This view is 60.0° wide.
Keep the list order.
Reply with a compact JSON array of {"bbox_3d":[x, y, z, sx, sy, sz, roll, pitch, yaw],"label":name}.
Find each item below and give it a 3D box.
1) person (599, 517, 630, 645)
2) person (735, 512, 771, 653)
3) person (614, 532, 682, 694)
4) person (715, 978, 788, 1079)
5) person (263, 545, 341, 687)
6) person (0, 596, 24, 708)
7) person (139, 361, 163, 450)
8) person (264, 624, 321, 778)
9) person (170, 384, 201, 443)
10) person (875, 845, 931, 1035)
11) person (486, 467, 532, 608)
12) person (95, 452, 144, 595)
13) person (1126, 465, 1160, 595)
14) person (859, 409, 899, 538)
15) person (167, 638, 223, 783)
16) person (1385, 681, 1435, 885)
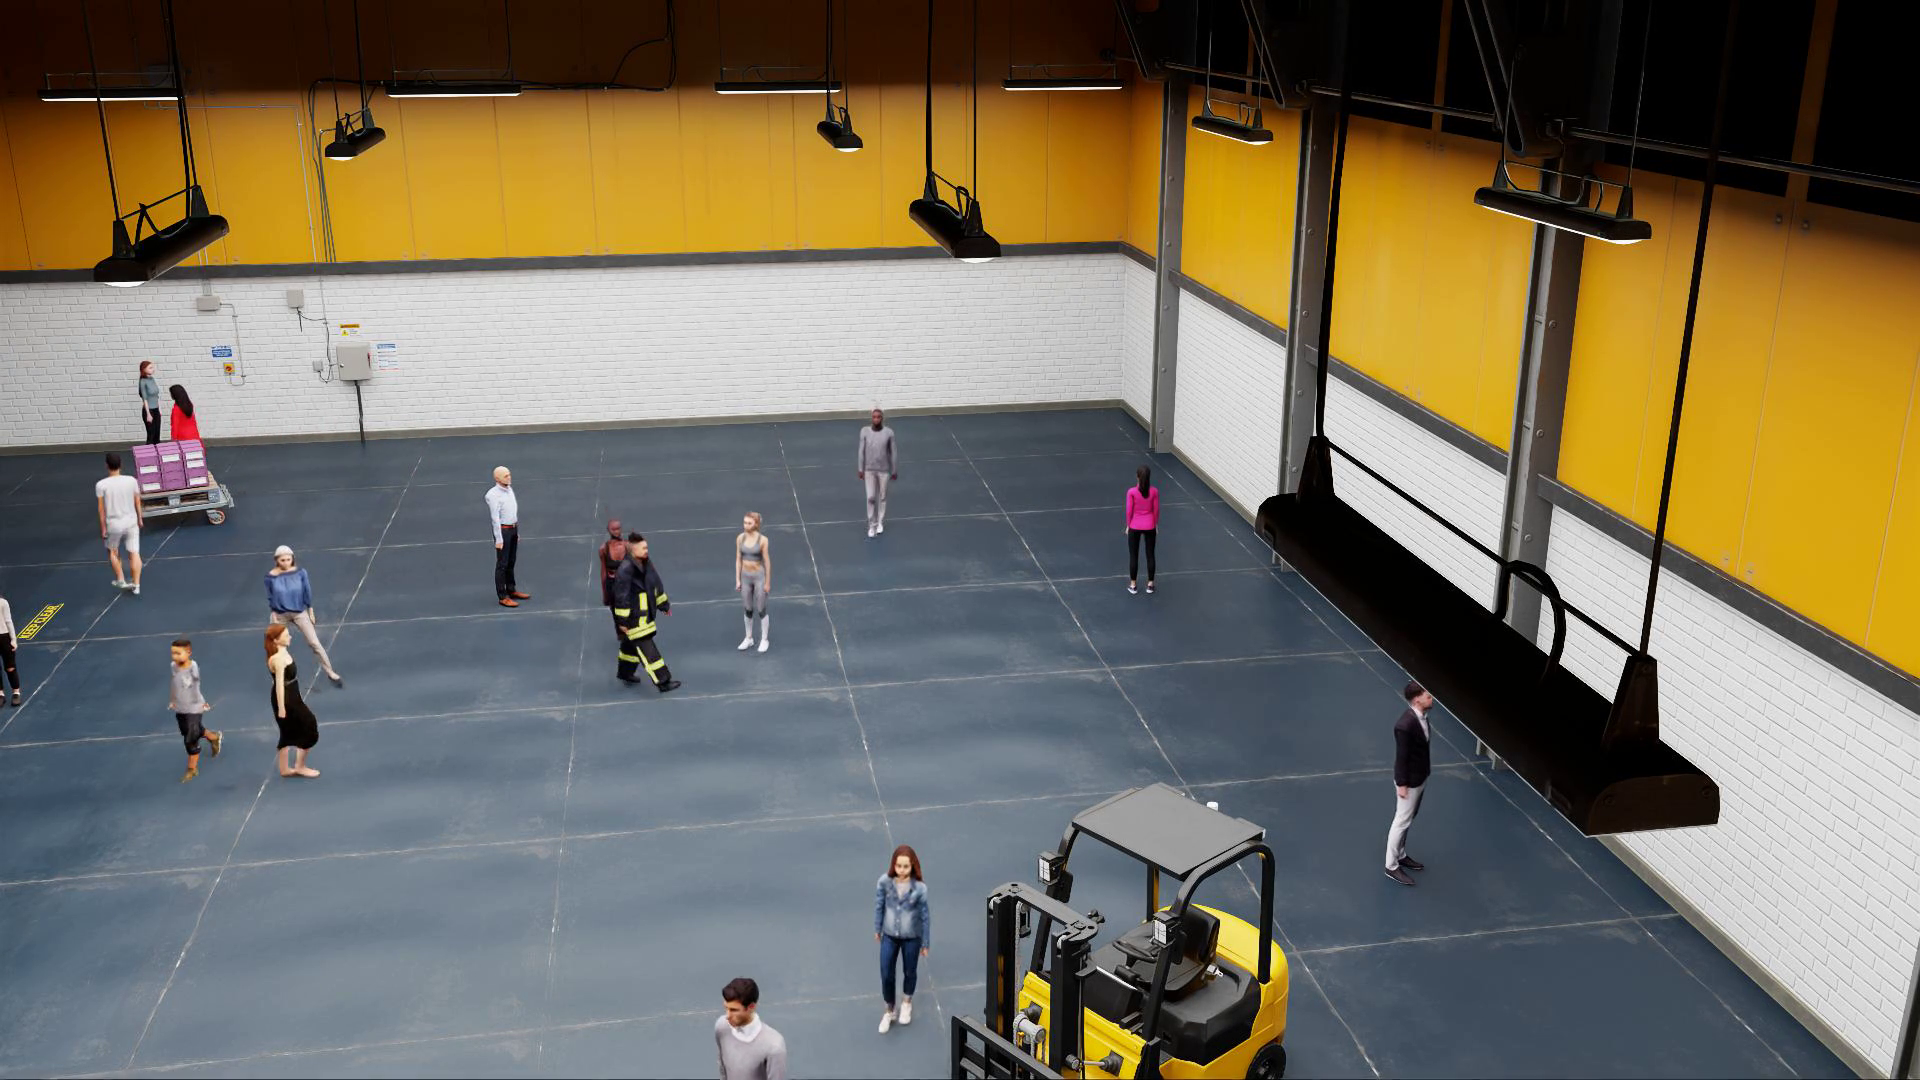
[{"bbox_3d":[-3.927,0.554,19.220,0.738,1.731,1.156,-7,20,-21],"label":"person"},{"bbox_3d":[-2.408,0.477,19.489,0.643,1.704,0.640,5,19,15],"label":"person"},{"bbox_3d":[-3.633,0.788,18.379,1.149,1.823,1.215,7,20,19],"label":"person"},{"bbox_3d":[-1.184,3.491,10.212,1.186,1.913,1.256,12,22,31],"label":"person"},{"bbox_3d":[-7.398,0.849,18.441,0.948,1.667,0.886,-9,21,-25],"label":"person"},{"bbox_3d":[-10.422,1.091,18.013,0.574,1.483,0.547,-8,20,-23],"label":"person"},{"bbox_3d":[-13.094,-2.048,26.930,0.674,1.741,0.531,1,19,3],"label":"person"},{"bbox_3d":[-6.696,1.598,16.302,0.684,1.614,0.625,-7,20,-19],"label":"person"},{"bbox_3d":[-11.689,-1.512,25.349,0.733,1.735,0.630,2,19,5],"label":"person"},{"bbox_3d":[-0.419,2.940,12.538,0.706,1.473,0.754,4,19,11],"label":"person"},{"bbox_3d":[-5.722,-0.070,20.979,0.784,1.790,0.643,5,19,14],"label":"person"},{"bbox_3d":[-10.684,-0.190,21.256,0.907,1.841,0.961,-17,25,-40],"label":"person"},{"bbox_3d":[2.342,-0.147,21.351,0.610,1.698,0.600,-1,19,-3],"label":"person"},{"bbox_3d":[-1.164,-0.999,23.687,0.783,1.822,0.903,0,19,-1],"label":"person"},{"bbox_3d":[-7.661,1.596,16.589,0.784,1.435,1.057,3,19,8],"label":"person"},{"bbox_3d":[3.924,2.073,14.532,0.797,1.844,0.722,11,22,30],"label":"person"}]
